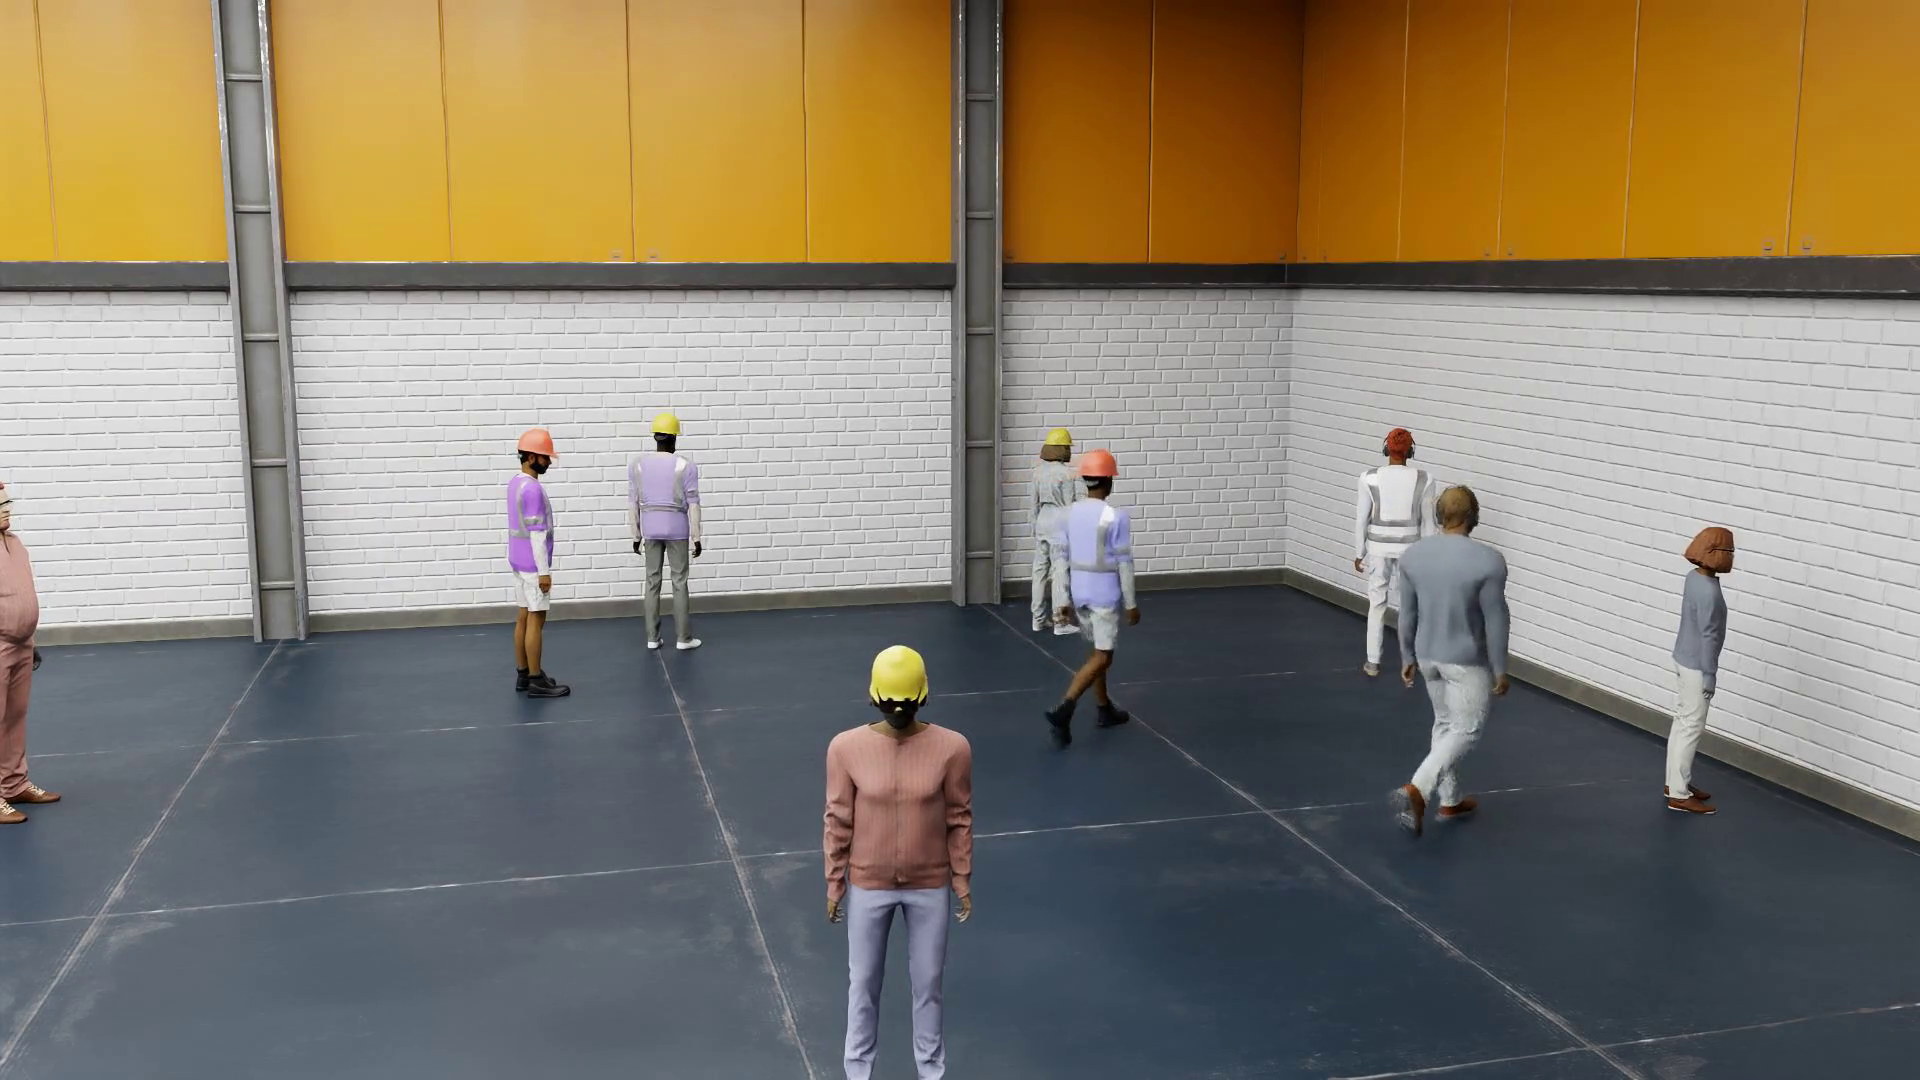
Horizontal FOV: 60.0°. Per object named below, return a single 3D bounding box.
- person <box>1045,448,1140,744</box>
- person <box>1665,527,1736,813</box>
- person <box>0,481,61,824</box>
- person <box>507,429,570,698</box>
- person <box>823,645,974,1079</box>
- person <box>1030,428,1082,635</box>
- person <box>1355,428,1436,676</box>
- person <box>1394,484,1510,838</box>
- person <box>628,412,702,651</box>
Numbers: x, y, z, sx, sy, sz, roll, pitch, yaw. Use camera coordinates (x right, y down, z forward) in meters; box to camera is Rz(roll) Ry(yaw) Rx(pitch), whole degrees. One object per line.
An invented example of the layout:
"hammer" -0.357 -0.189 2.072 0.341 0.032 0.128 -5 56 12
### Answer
"person" 0.845 0.360 10.829 0.865 1.909 0.548 -8 12 -42
"person" 4.188 0.725 9.413 0.282 1.624 0.494 2 9 13
"person" -5.347 0.607 9.274 0.410 1.909 0.643 0 9 -1
"person" -3.044 0.168 11.950 0.374 1.928 0.543 -5 11 -30
"person" -0.214 1.225 5.879 0.533 1.758 0.336 -1 9 -3
"person" 0.809 -0.077 14.060 0.323 1.738 0.488 -8 12 -42
"person" 3.274 0.096 12.530 0.586 1.882 0.342 2 9 13
"person" 2.605 0.654 8.981 0.820 1.911 0.633 -7 11 -36
"person" -2.362 -0.065 13.398 0.592 1.925 0.385 2 9 10
